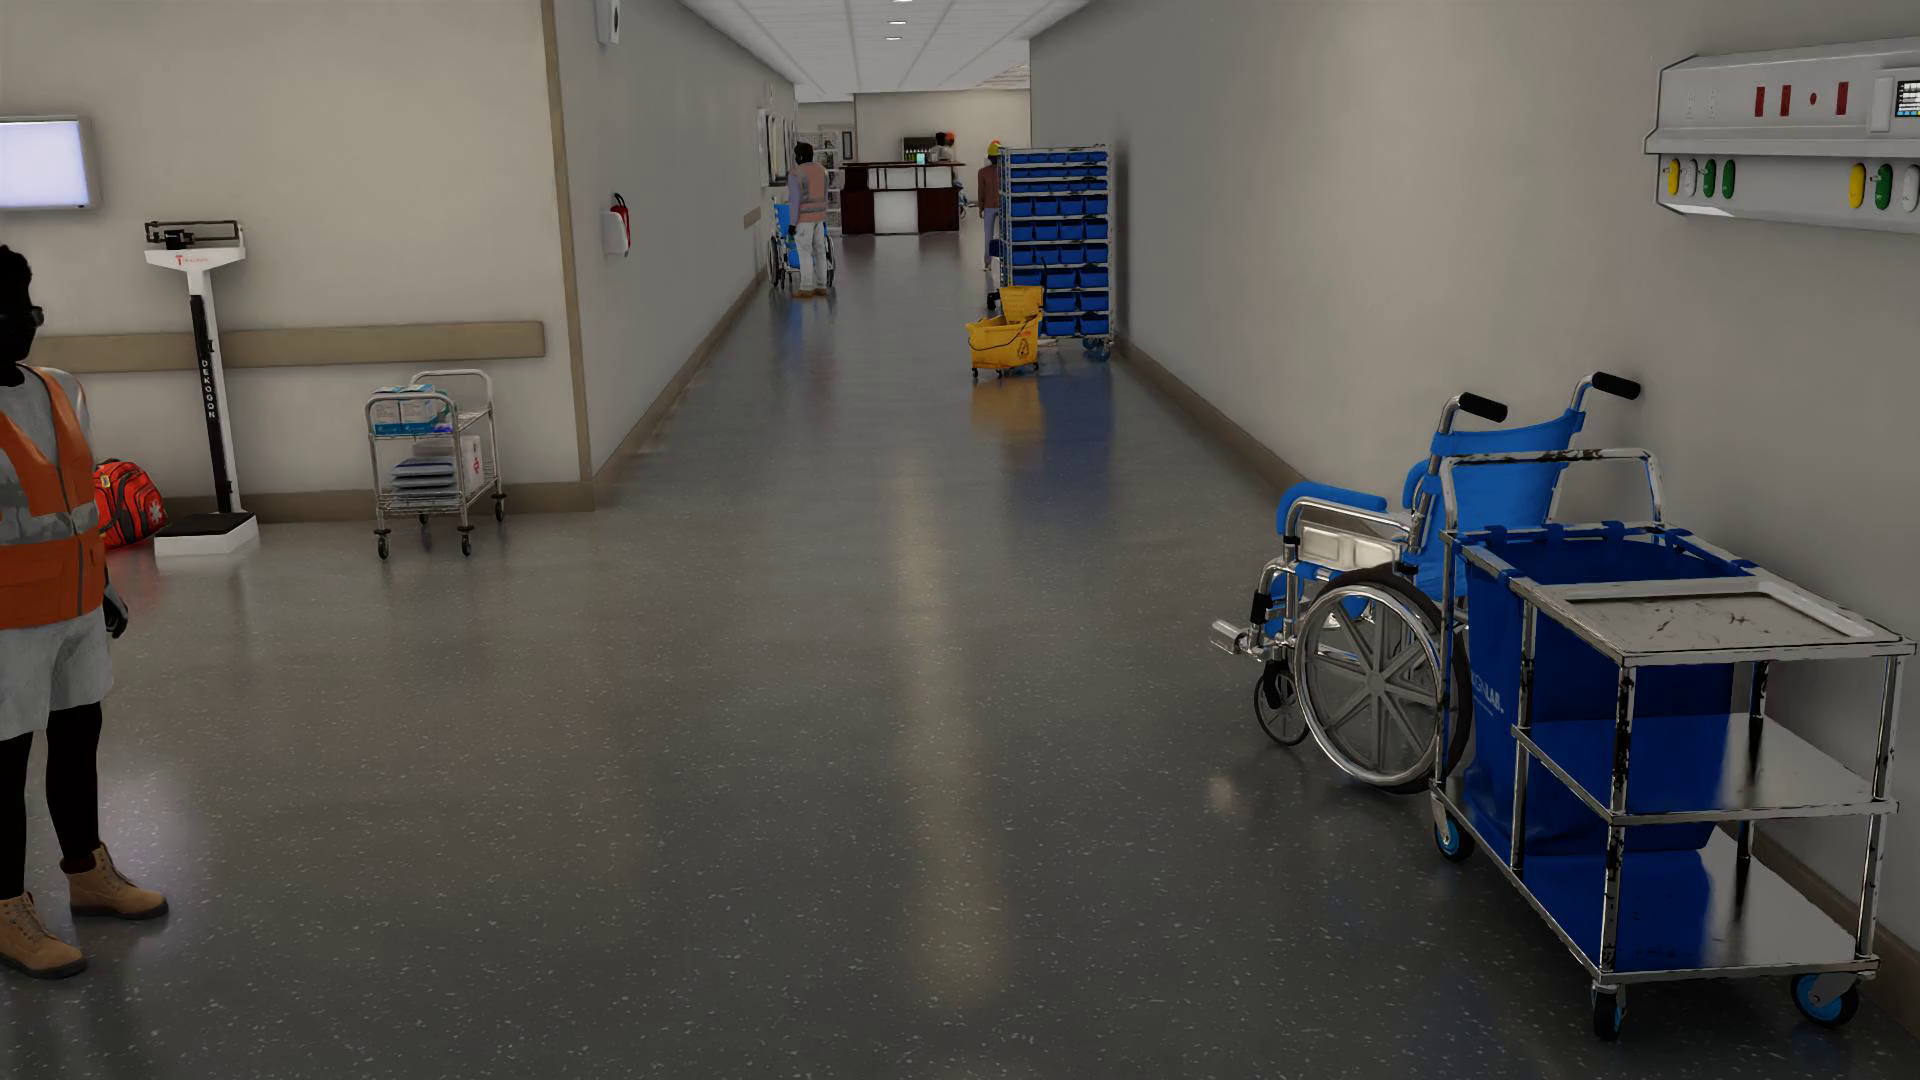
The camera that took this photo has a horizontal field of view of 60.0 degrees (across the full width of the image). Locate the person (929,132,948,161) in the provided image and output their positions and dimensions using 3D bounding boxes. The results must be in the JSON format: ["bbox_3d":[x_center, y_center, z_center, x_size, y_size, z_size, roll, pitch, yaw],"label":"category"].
[{"bbox_3d":[-0.467,-8.915,40.430,0.361,1.964,0.616,-13,18,-40],"label":"person"}]

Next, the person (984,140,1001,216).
[{"bbox_3d":[0.815,-8.395,38.608,0.564,1.743,0.351,-13,18,-40],"label":"person"}]

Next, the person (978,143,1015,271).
[{"bbox_3d":[0.505,-4.608,23.062,0.522,1.758,0.350,1,14,11],"label":"person"}]

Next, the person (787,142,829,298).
[{"bbox_3d":[-1.839,-3.834,19.975,0.429,1.844,0.627,9,17,37],"label":"person"}]

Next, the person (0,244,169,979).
[{"bbox_3d":[-2.171,0.162,3.890,0.317,1.695,0.540,1,14,12],"label":"person"}]

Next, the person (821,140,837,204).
[{"bbox_3d":[-3.863,-10.826,48.937,0.345,1.846,0.508,7,16,33],"label":"person"}]
